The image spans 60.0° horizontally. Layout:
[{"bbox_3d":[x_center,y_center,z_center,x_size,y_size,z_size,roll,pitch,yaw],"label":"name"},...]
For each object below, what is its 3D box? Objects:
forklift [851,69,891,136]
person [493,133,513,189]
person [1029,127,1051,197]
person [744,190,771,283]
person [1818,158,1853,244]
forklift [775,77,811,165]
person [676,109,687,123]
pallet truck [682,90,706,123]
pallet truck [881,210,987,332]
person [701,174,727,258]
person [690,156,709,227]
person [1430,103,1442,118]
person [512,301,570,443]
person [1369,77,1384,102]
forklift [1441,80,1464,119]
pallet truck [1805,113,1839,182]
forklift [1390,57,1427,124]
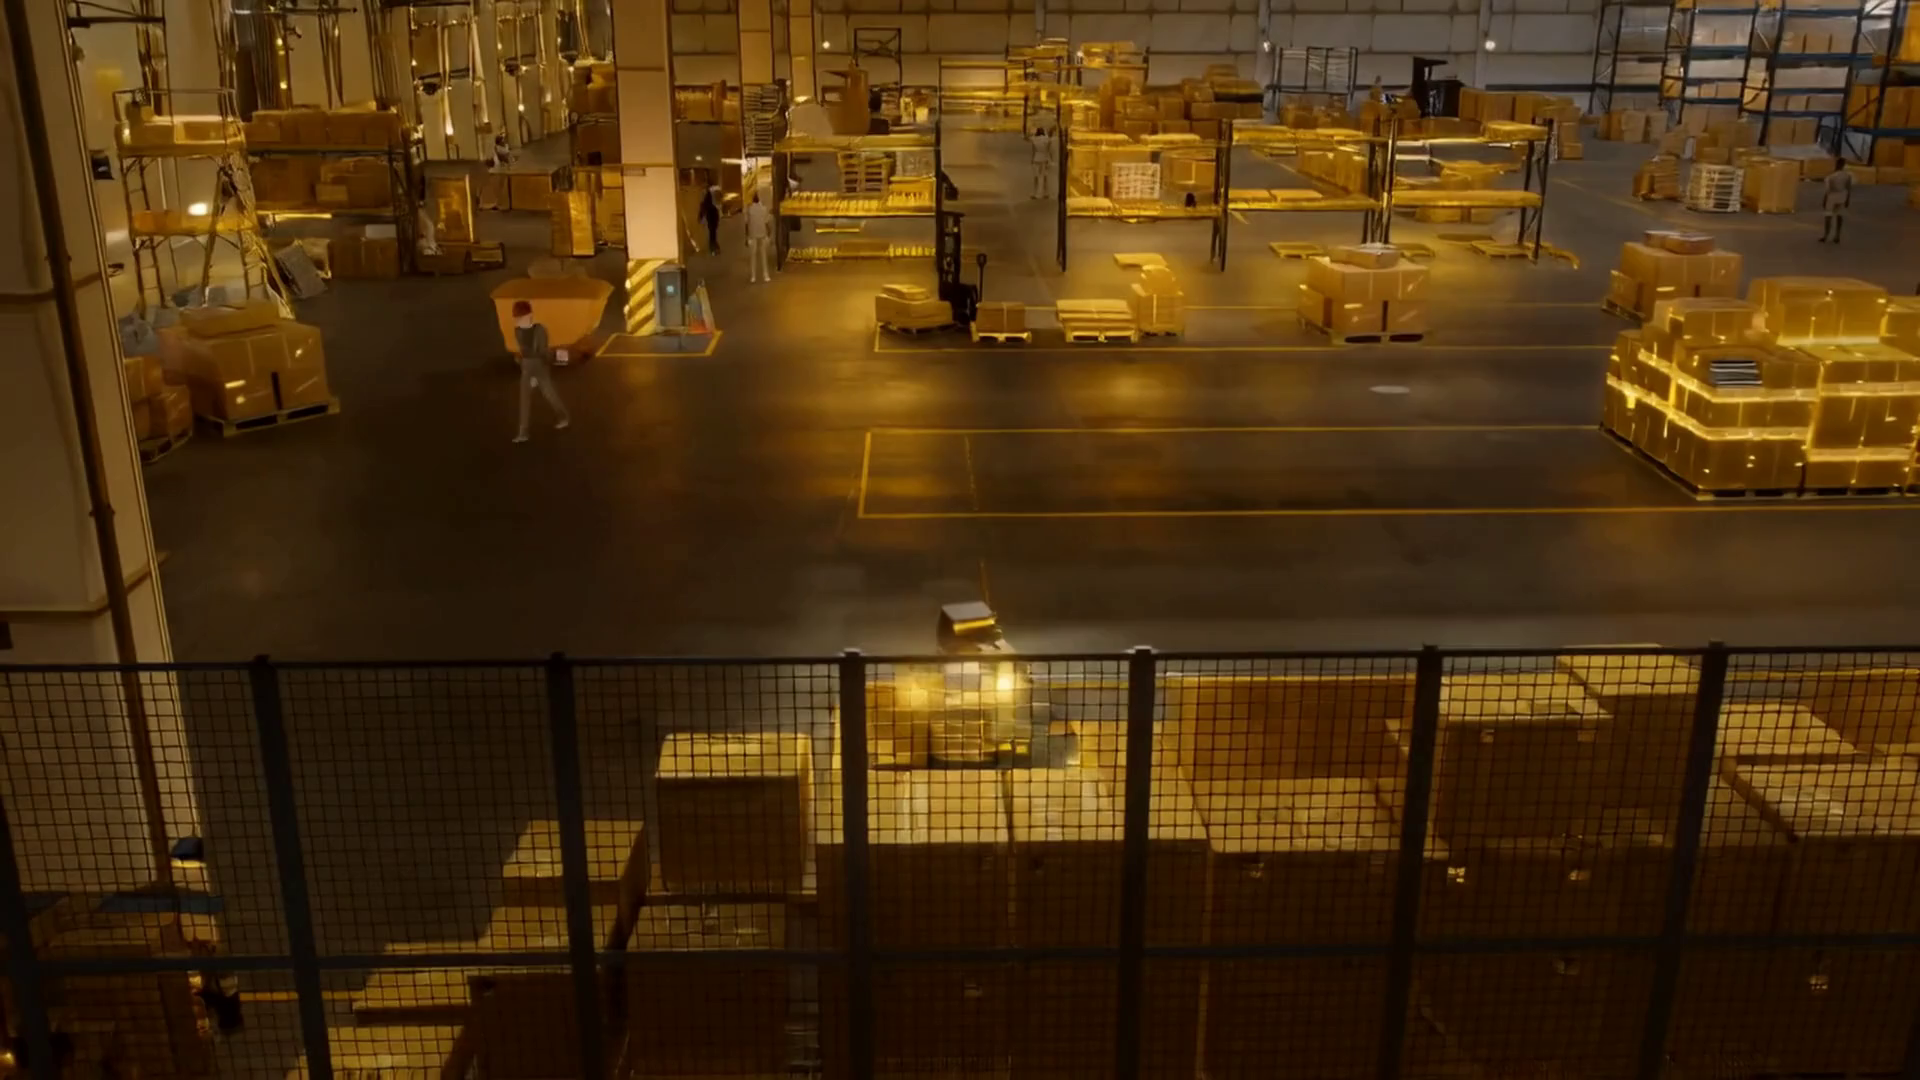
[{"bbox_3d":[-3.532,-15.488,59.817,1.873,2.768,1.129,-10,21,-27],"label":"forklift"},{"bbox_3d":[-13.398,-11.131,48.839,0.534,1.623,0.537,-2,19,-7],"label":"person"},{"bbox_3d":[2.260,-10.639,46.886,0.629,1.940,0.373,0,19,-1],"label":"person"},{"bbox_3d":[-4.088,-6.137,33.636,0.508,1.872,0.329,0,19,-1],"label":"person"},{"bbox_3d":[20.361,-7.878,38.661,0.602,1.960,0.368,0,19,-1],"label":"person"},{"bbox_3d":[-5.920,-13.893,55.085,1.873,2.768,1.129,-1,19,-1],"label":"forklift"},{"bbox_3d":[-9.149,-13.129,54.353,0.573,1.887,0.356,0,19,-1],"label":"person"},{"bbox_3d":[-9.671,-15.907,62.421,0.823,1.965,1.885,5,19,15],"label":"pallet truck"},{"bbox_3d":[-0.493,-4.759,29.349,1.885,1.965,0.823,-13,23,-34],"label":"pallet truck"},{"bbox_3d":[-5.440,-7.202,36.906,0.516,1.794,0.936,10,21,27],"label":"person"},{"bbox_3d":[-6.433,-8.646,41.274,0.484,1.744,0.295,0,19,-1],"label":"person"},{"bbox_3d":[15.817,-13.449,55.135,0.608,1.995,0.377,0,19,-1],"label":"person"},{"bbox_3d":[-5.661,-2.307,22.291,0.570,1.869,1.030,8,20,22],"label":"person"},{"bbox_3d":[17.786,-18.820,71.156,0.629,1.940,0.373,0,19,-1],"label":"person"},{"bbox_3d":[15.644,-13.239,53.146,1.873,2.768,1.129,-1,19,-1],"label":"forklift"},{"bbox_3d":[26.403,-11.957,50.702,0.823,1.965,1.885,6,19,16],"label":"pallet truck"},{"bbox_3d":[18.896,-18.497,68.744,1.873,2.768,1.129,-1,19,-1],"label":"forklift"}]
